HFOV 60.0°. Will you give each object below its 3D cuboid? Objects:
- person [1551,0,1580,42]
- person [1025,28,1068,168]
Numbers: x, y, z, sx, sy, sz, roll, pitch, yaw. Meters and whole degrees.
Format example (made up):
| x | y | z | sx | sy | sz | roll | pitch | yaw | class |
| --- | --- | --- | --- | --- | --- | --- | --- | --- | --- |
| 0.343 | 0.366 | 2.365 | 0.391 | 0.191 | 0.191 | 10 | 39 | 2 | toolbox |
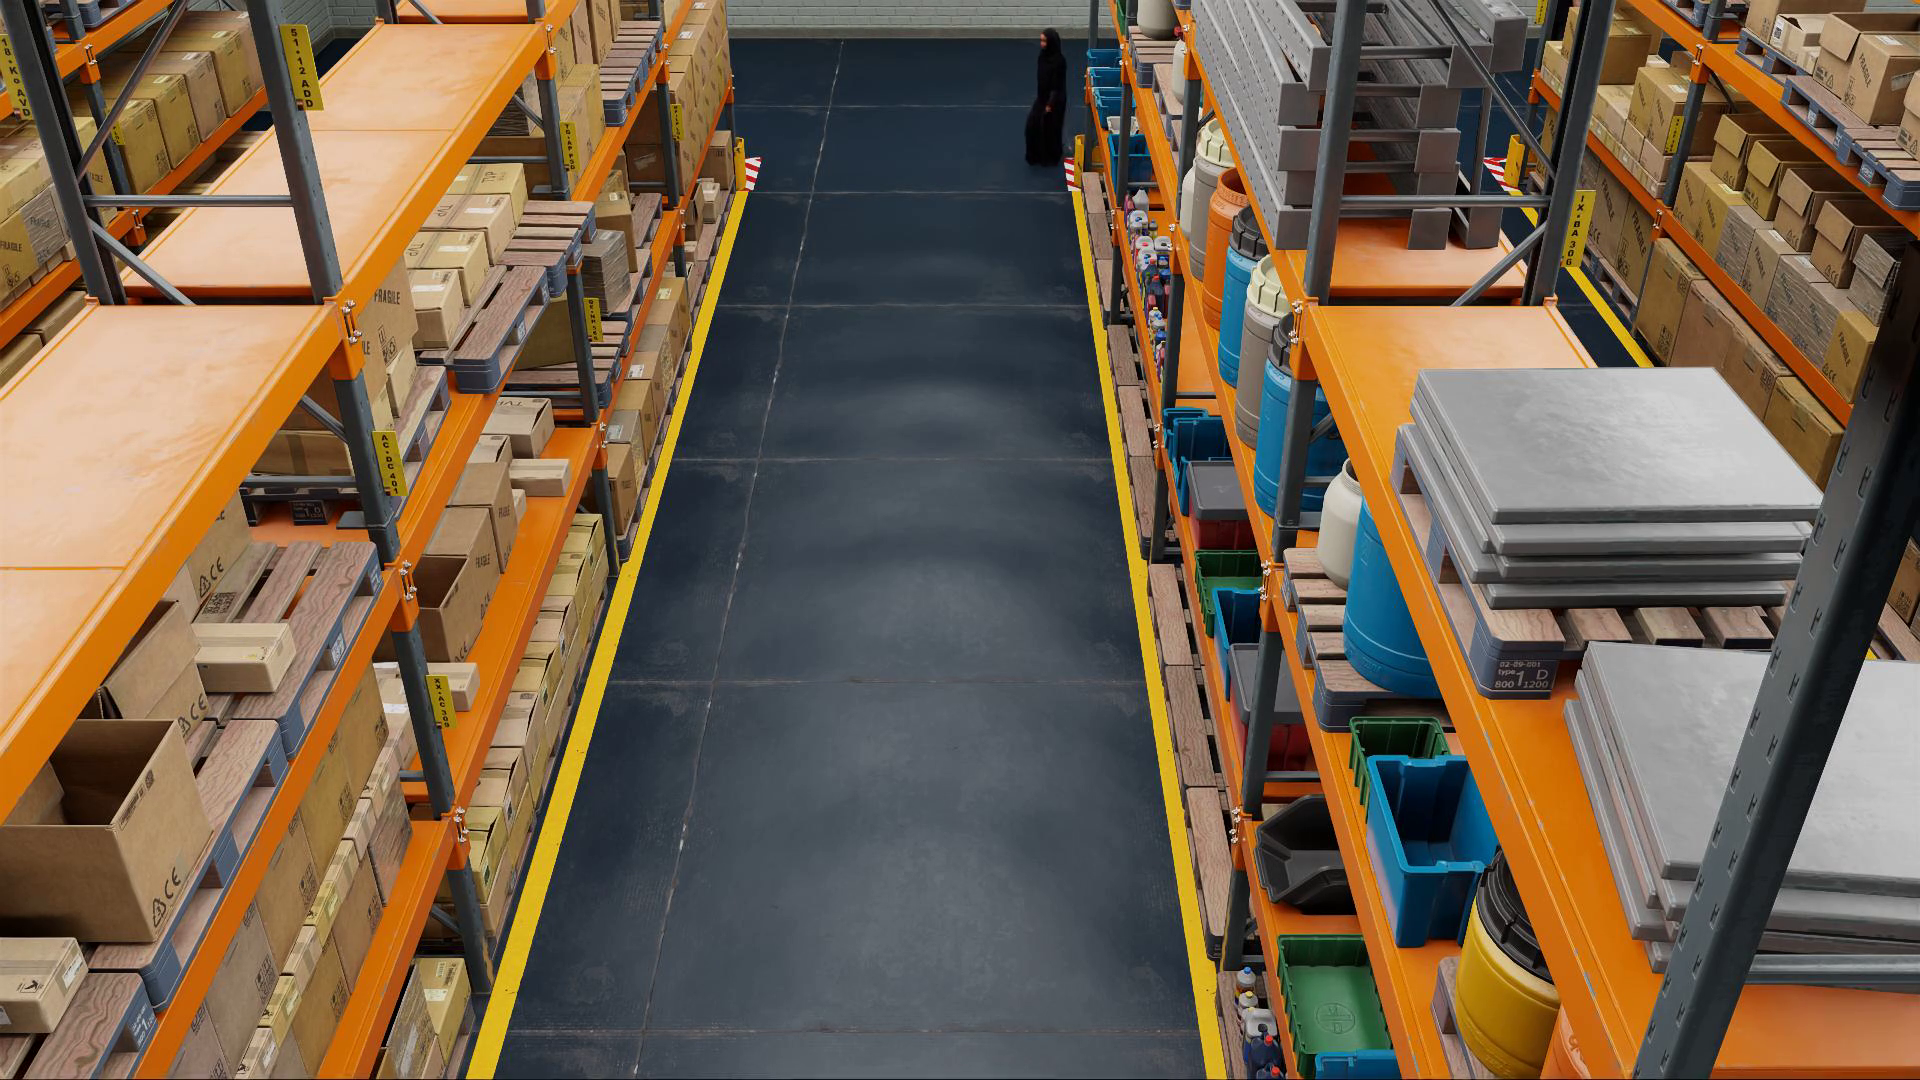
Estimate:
| x | y | z | sx | sy | sz | roll | pitch | yaw | class |
| --- | --- | --- | --- | --- | --- | --- | --- | --- | --- |
| 7.929 | -7.011 | 21.859 | 0.800 | 1.862 | 0.625 | -9 | 34 | -14 | person |
| 1.108 | -5.106 | 19.162 | 0.888 | 1.611 | 0.835 | -24 | 40 | -32 | person |
